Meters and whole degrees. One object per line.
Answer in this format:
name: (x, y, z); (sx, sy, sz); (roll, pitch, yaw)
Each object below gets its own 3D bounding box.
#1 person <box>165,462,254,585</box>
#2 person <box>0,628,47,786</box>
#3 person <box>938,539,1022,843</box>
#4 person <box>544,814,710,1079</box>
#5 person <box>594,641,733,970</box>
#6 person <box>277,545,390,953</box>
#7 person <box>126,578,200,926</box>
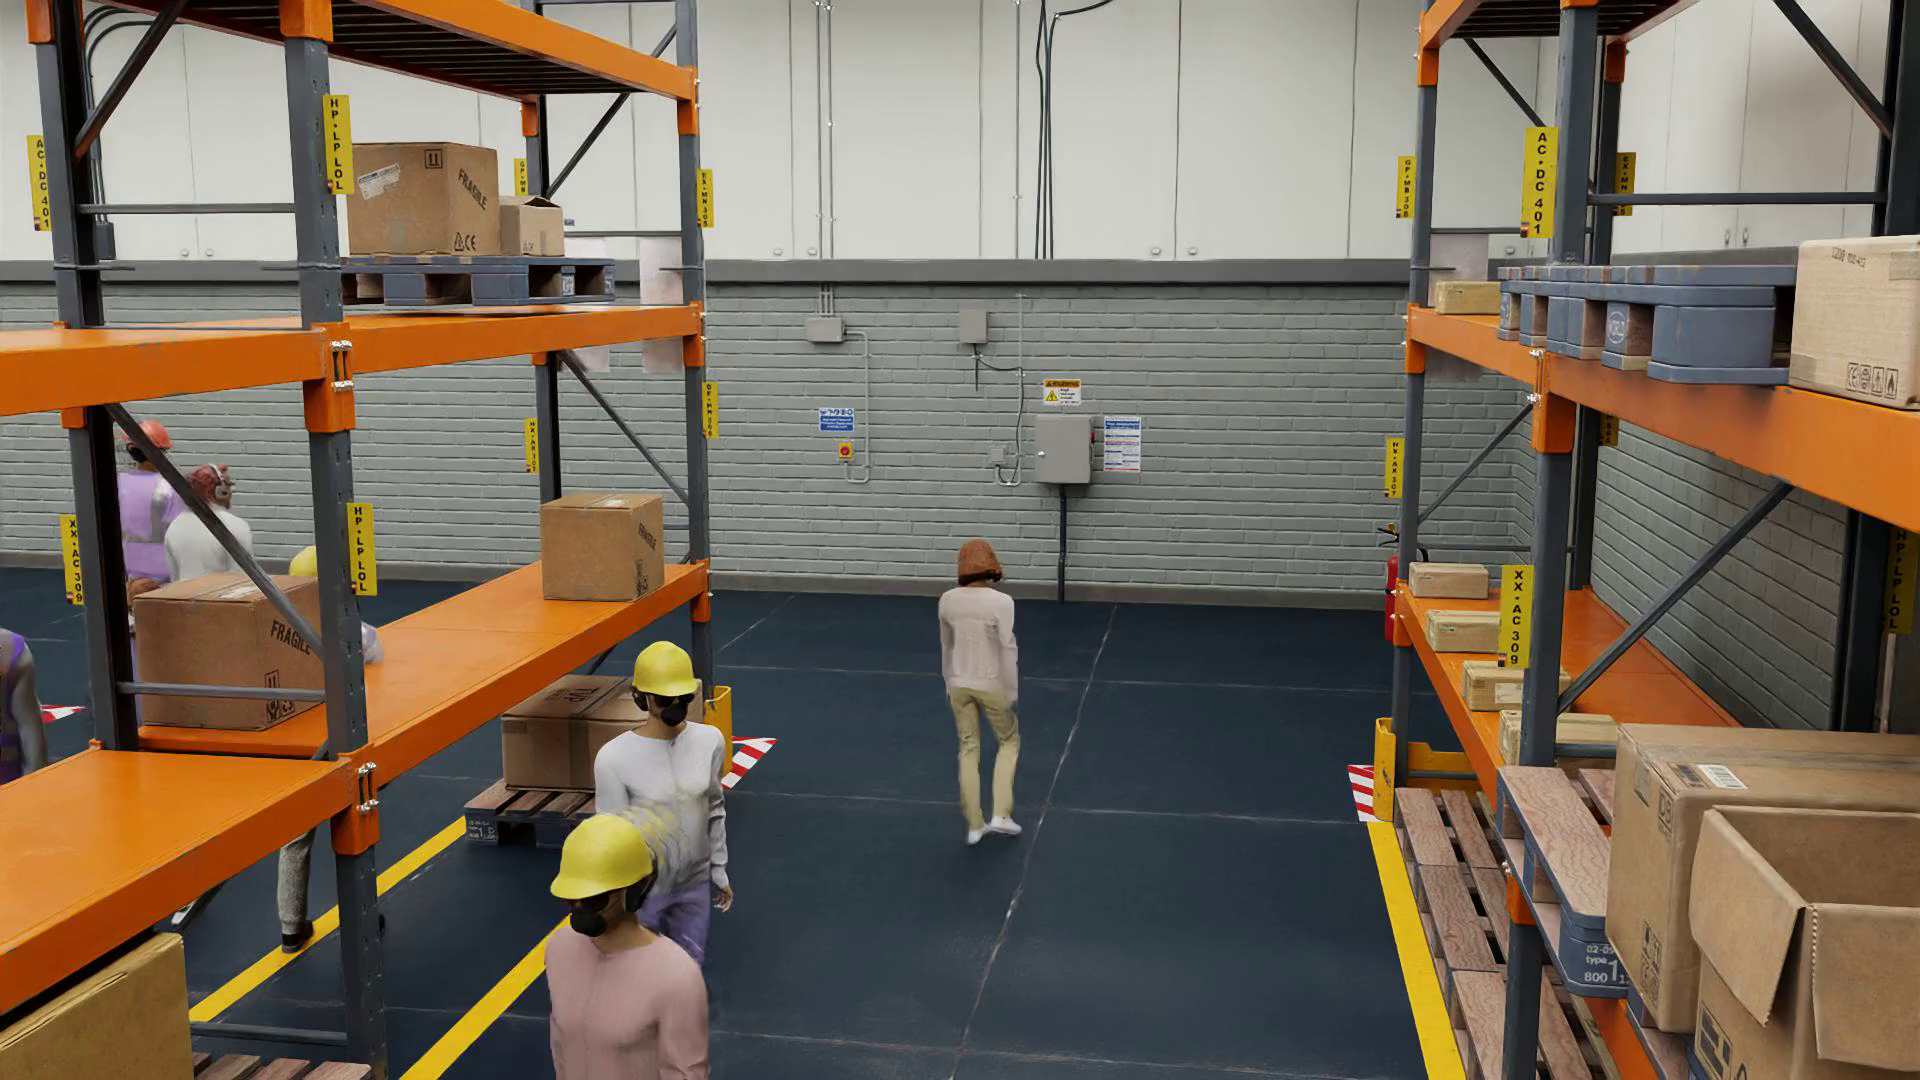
person: (-4.465, 0.481, 9.979); (0.657, 1.892, 0.622); (5, 10, 29)
person: (-4.170, 1.013, 6.953); (0.628, 1.819, 0.625); (-4, 10, -24)
person: (0.095, 0.801, 8.878); (0.520, 1.605, 0.395); (5, 10, 28)
person: (-0.827, 1.510, 4.175); (0.535, 1.720, 0.893); (5, 10, 27)
person: (-1.024, 1.216, 5.837); (0.526, 1.769, 0.328); (-8, 12, -41)
person: (-2.835, 0.931, 7.420); (0.613, 1.823, 0.403); (-1, 9, -9)
person: (-3.733, 0.977, 7.718); (0.501, 1.633, 0.285); (2, 9, 13)
